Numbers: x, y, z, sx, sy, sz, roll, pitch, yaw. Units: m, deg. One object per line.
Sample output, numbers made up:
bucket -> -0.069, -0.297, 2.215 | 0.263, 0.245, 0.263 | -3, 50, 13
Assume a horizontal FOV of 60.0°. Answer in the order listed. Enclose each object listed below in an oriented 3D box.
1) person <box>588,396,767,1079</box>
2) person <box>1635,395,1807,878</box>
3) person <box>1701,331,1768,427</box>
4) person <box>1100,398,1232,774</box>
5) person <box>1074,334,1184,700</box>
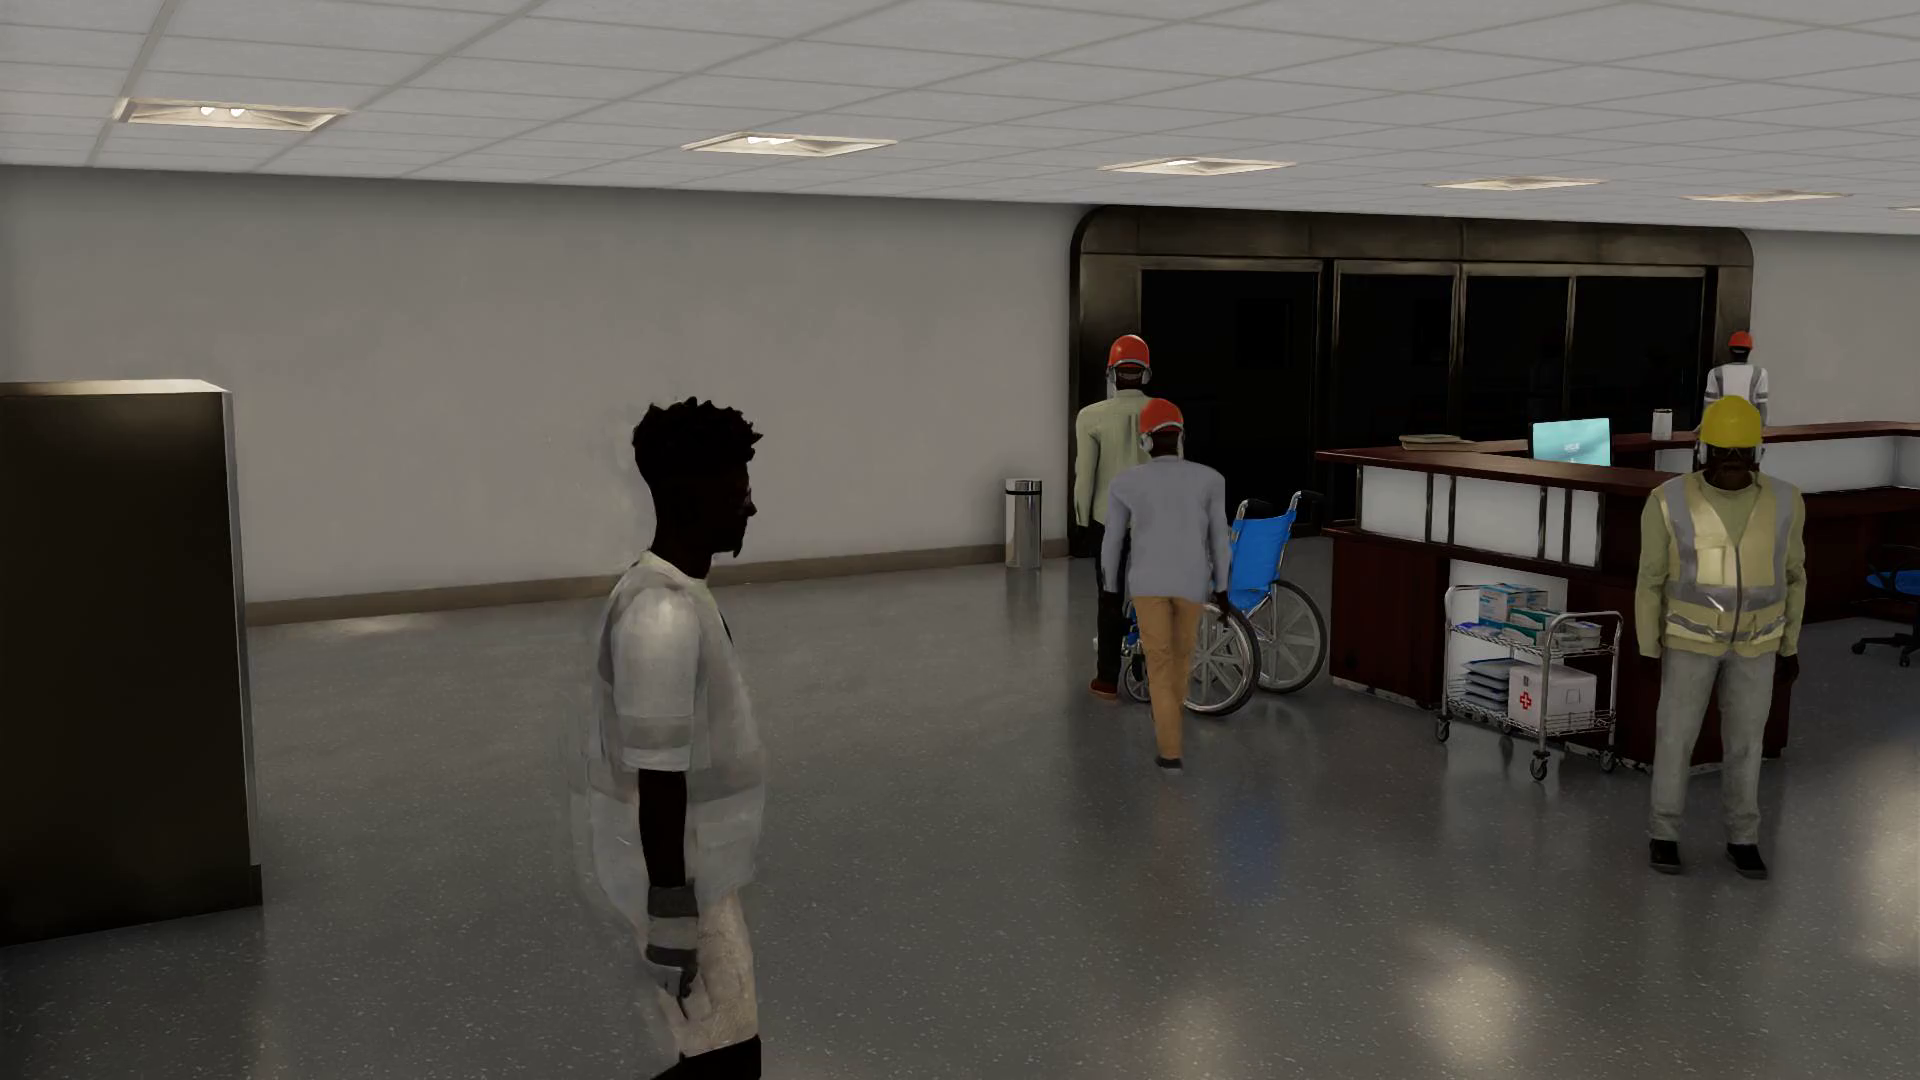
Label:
person -> -0.628, 0.674, 3.485 | 0.545, 1.952, 0.615 | -1, 8, -6
person -> 2.845, 0.367, 6.238 | 0.599, 1.822, 0.416 | 1, 8, 9
person -> 7.681, -1.113, 16.550 | 0.624, 1.923, 0.404 | 4, 9, 28
person -> 0.951, 0.187, 7.878 | 0.580, 1.708, 0.852 | -1, 8, -9
person -> 0.920, -0.119, 9.096 | 0.612, 1.996, 0.388 | -1, 8, -5
